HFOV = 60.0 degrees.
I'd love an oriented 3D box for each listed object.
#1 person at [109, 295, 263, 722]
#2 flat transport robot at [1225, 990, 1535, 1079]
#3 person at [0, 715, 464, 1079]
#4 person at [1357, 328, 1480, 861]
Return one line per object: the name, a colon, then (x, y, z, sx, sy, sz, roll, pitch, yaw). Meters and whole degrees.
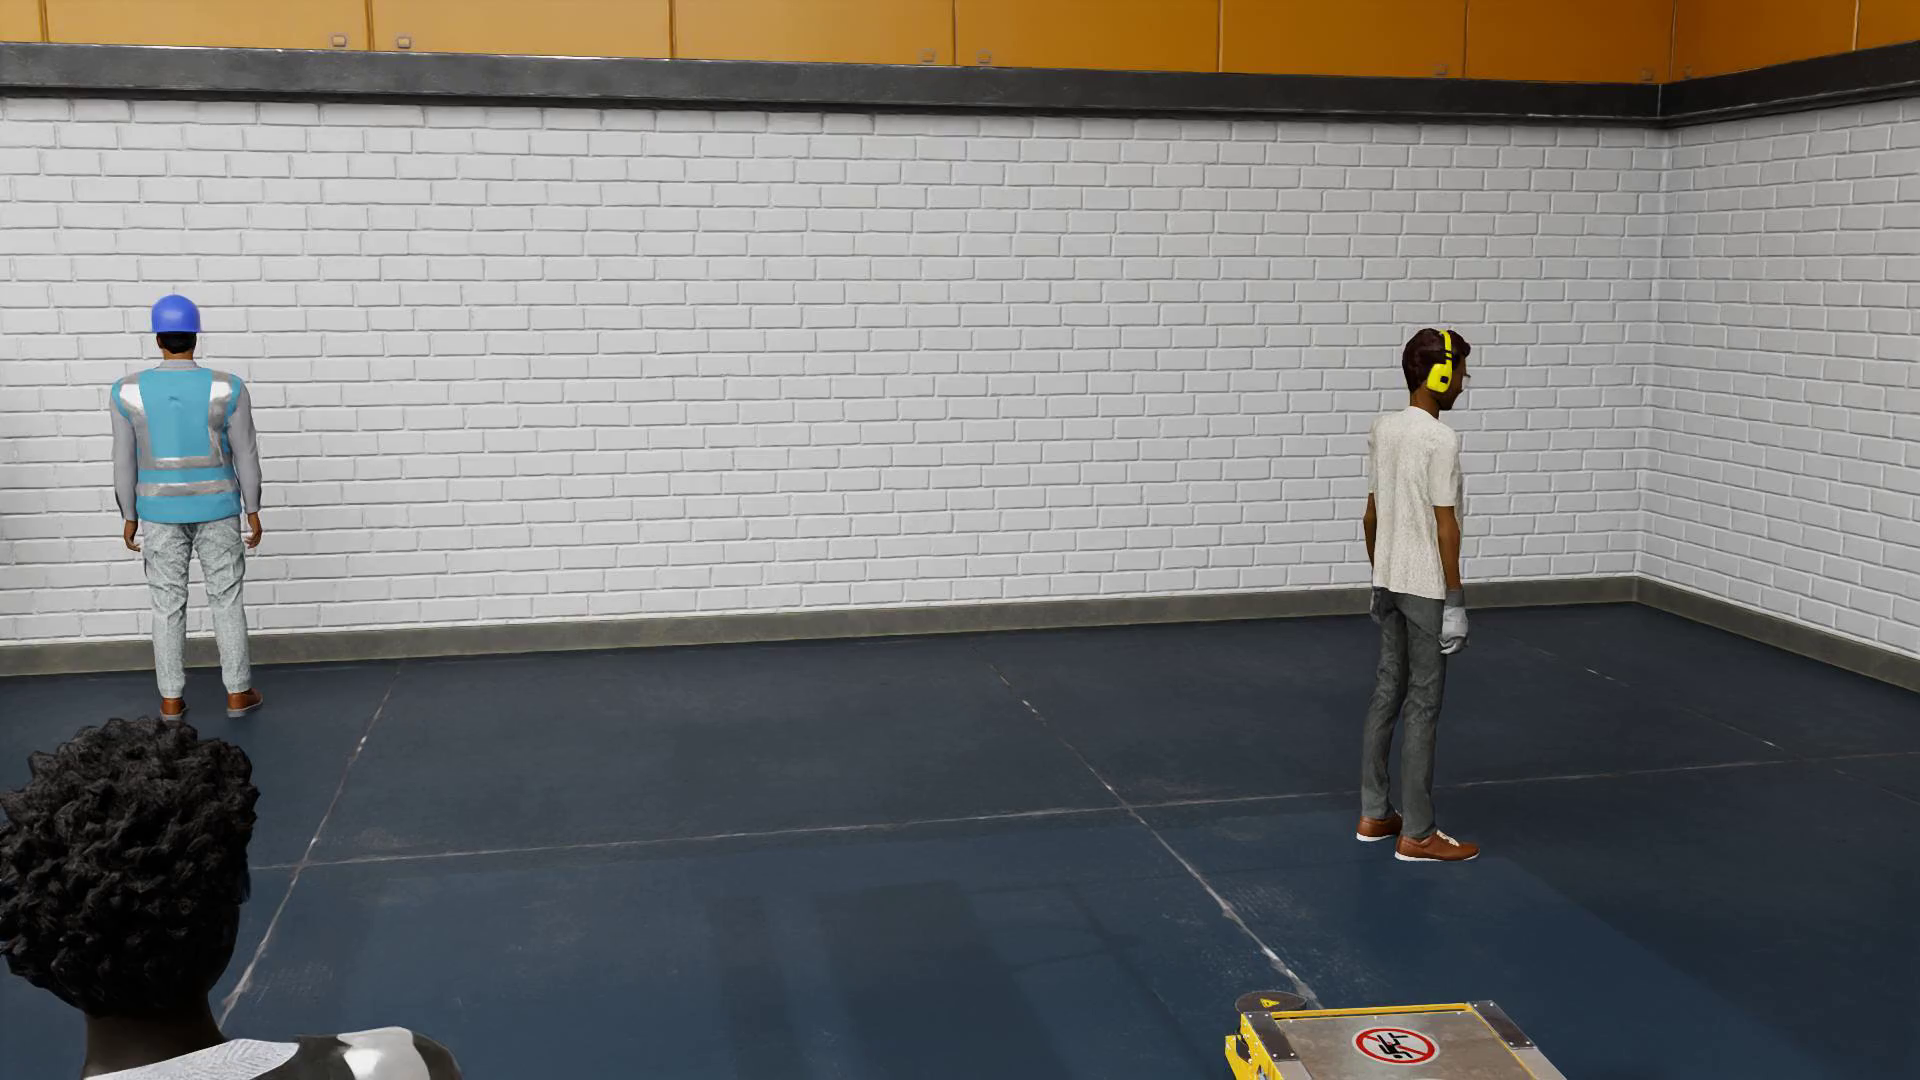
person: (-3.509, -0.137, 7.594, 0.614, 1.945, 0.394, -3, 10, -18)
flat transport robot: (1.080, 1.353, 3.610, 0.652, 0.197, 1.431, -1, 9, -6)
person: (-0.664, 0.990, 1.480, 0.535, 1.699, 0.321, -7, 11, -35)
person: (1.616, 0.190, 5.858, 0.328, 1.865, 0.520, -3, 10, -19)
